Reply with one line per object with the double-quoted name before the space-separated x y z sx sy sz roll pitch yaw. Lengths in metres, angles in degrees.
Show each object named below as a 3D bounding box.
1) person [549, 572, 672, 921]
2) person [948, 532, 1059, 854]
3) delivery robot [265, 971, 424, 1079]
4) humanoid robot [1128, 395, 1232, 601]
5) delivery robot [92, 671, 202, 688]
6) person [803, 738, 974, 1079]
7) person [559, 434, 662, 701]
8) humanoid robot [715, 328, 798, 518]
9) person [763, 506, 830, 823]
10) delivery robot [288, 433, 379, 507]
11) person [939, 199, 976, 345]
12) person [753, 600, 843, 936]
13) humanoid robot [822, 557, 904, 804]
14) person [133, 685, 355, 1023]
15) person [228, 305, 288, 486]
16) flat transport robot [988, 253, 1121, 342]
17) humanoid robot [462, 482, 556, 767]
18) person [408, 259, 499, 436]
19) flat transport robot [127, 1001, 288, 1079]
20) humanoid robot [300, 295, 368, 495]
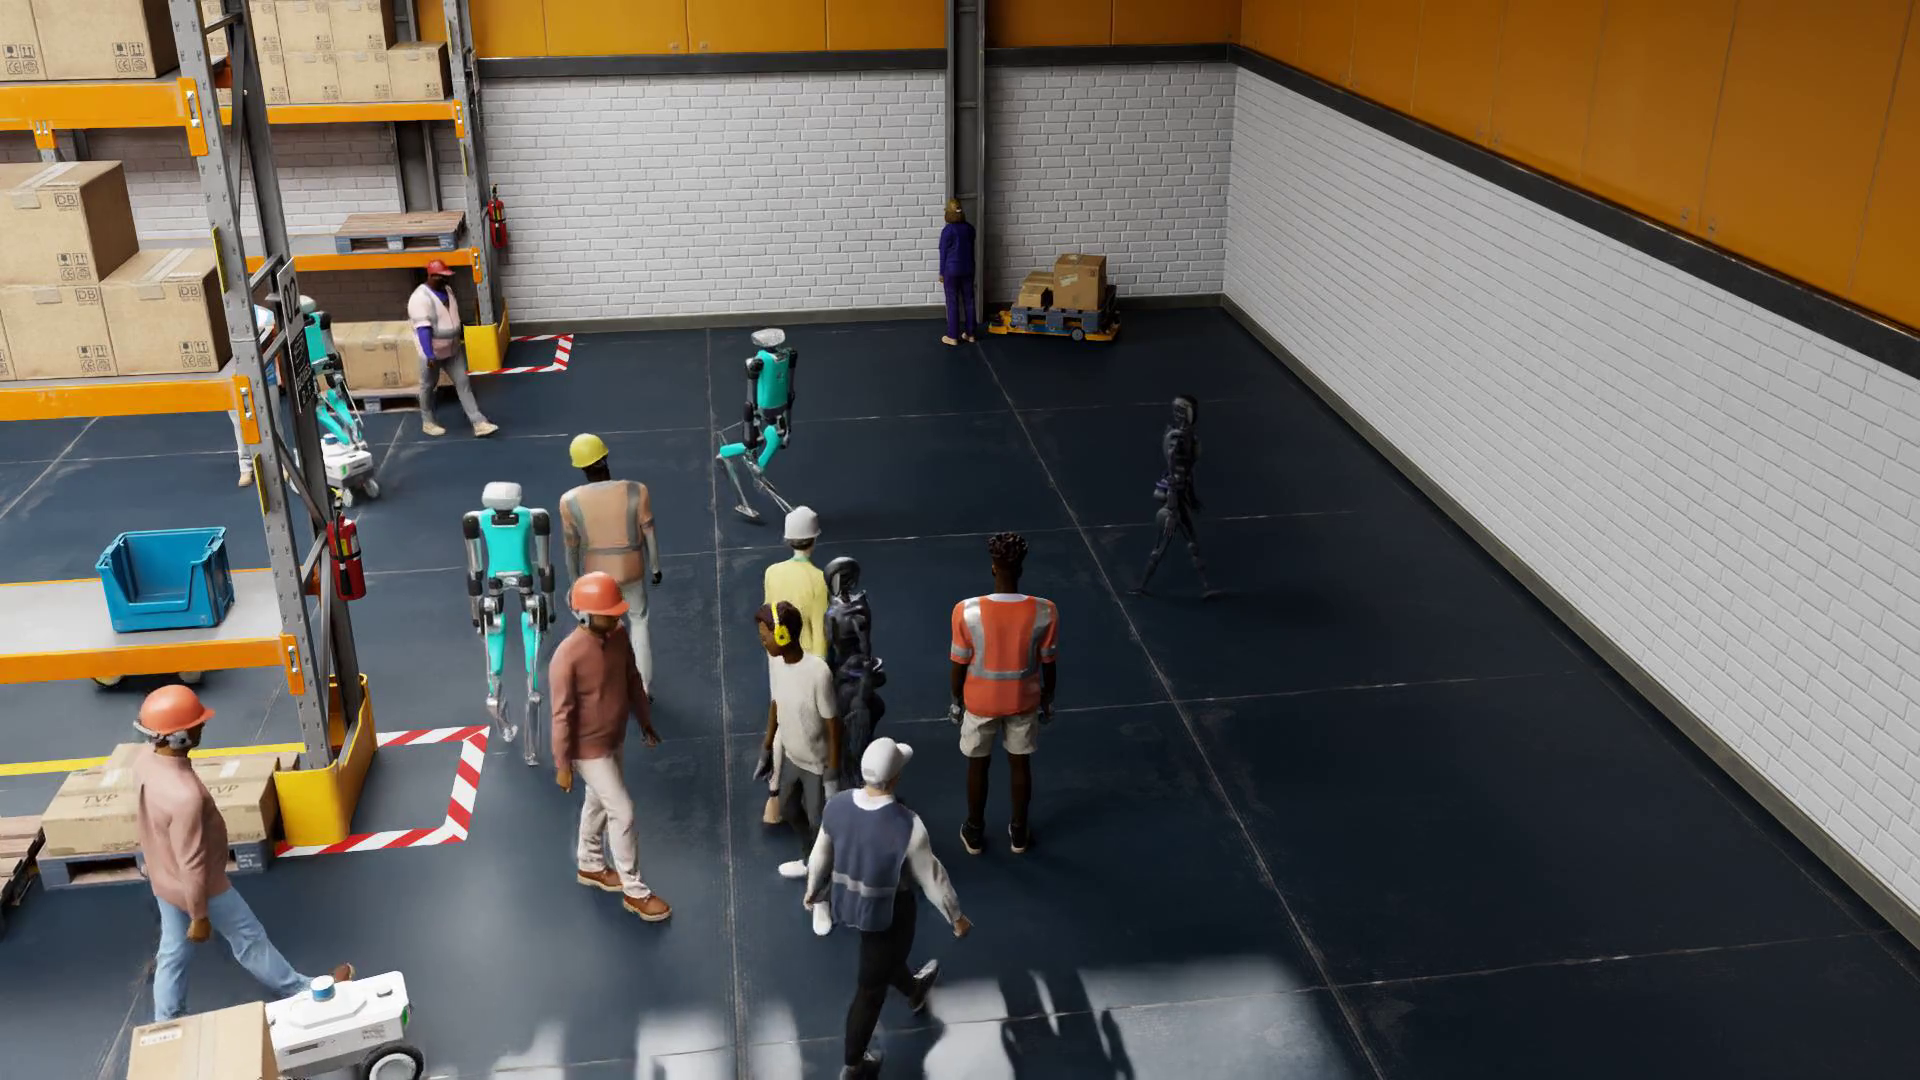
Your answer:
"person" -1.803 1.078 8.822 0.823 1.962 0.640 8 25 18
"person" 0.242 0.878 9.310 0.614 1.951 0.385 -3 24 -7
"delivery robot" -2.922 2.303 7.782 0.765 0.585 0.499 -10 26 -22
"humanoid robot" 1.661 -0.283 12.327 0.756 1.625 0.596 10 25 21
"delivery robot" -5.591 0.697 11.473 0.800 0.611 0.499 0 24 1
"person" -0.314 1.670 7.781 0.780 1.711 0.902 18 29 35
"person" -2.287 0.176 10.989 0.611 1.894 0.524 -2 24 -3
"humanoid robot" -1.676 -0.918 13.633 0.991 1.722 0.540 17 29 34
"person" -0.982 0.722 9.855 0.481 1.809 1.046 7 25 15
"delivery robot" -5.444 -0.636 14.480 0.777 0.587 0.499 15 28 30
"person" -0.044 -2.991 18.544 0.444 1.614 0.386 -13 27 -27
"person" -0.822 1.154 8.819 0.433 1.844 0.697 -21 31 -39
"humanoid robot" -0.593 0.842 9.717 0.400 1.635 0.587 -13 27 -27
"person" -3.476 1.534 7.812 0.625 1.954 0.968 21 31 39
"person" -6.224 -1.379 14.584 0.624 1.843 0.429 -7 25 -15
"flat transport robot" 1.094 -2.500 19.091 1.431 0.231 0.659 6 24 13
"humanoid robot" -2.754 0.596 10.267 0.547 1.825 0.788 -4 24 -10
"person" -4.811 -1.765 15.621 0.907 1.708 0.620 14 27 28
"flat transport robot" -3.279 2.841 6.925 1.431 0.231 0.659 13 27 27
"humanoid robot" -5.390 -1.211 14.299 0.689 1.757 0.561 15 28 30
